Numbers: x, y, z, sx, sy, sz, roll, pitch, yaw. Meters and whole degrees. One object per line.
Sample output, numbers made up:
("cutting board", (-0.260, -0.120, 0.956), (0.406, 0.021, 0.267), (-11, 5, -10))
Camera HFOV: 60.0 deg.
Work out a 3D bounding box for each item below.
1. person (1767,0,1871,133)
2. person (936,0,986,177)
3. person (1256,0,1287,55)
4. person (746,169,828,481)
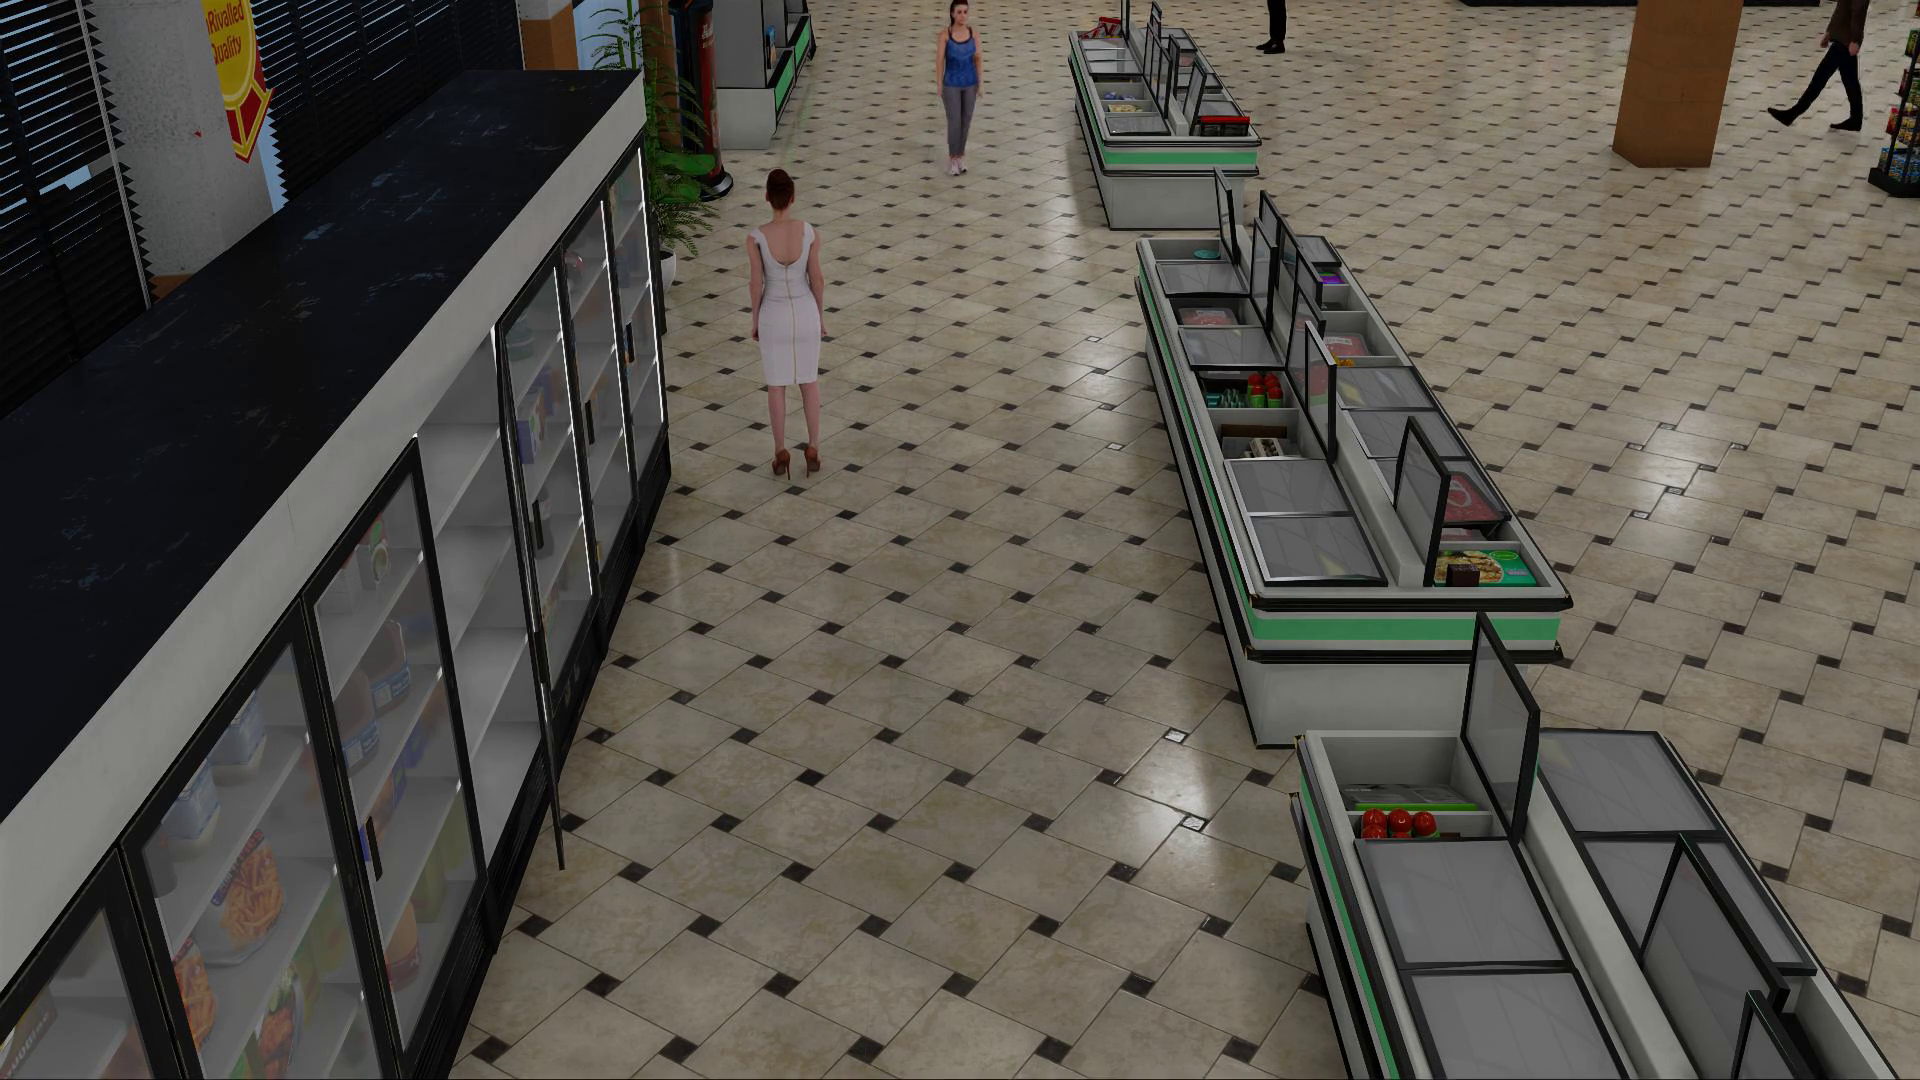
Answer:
("person", (9.001, -4.999, 16.728), (0.984, 1.833, 1.177), (9, 28, 17))
("person", (-0.024, -4.221, 15.456), (0.661, 1.595, 0.726), (-9, 28, -18))
("person", (3.971, -7.023, 20.733), (0.767, 1.819, 0.555), (-5, 27, -10))
("person", (-0.958, -1.190, 9.261), (0.611, 1.793, 0.536), (-5, 27, -10))
